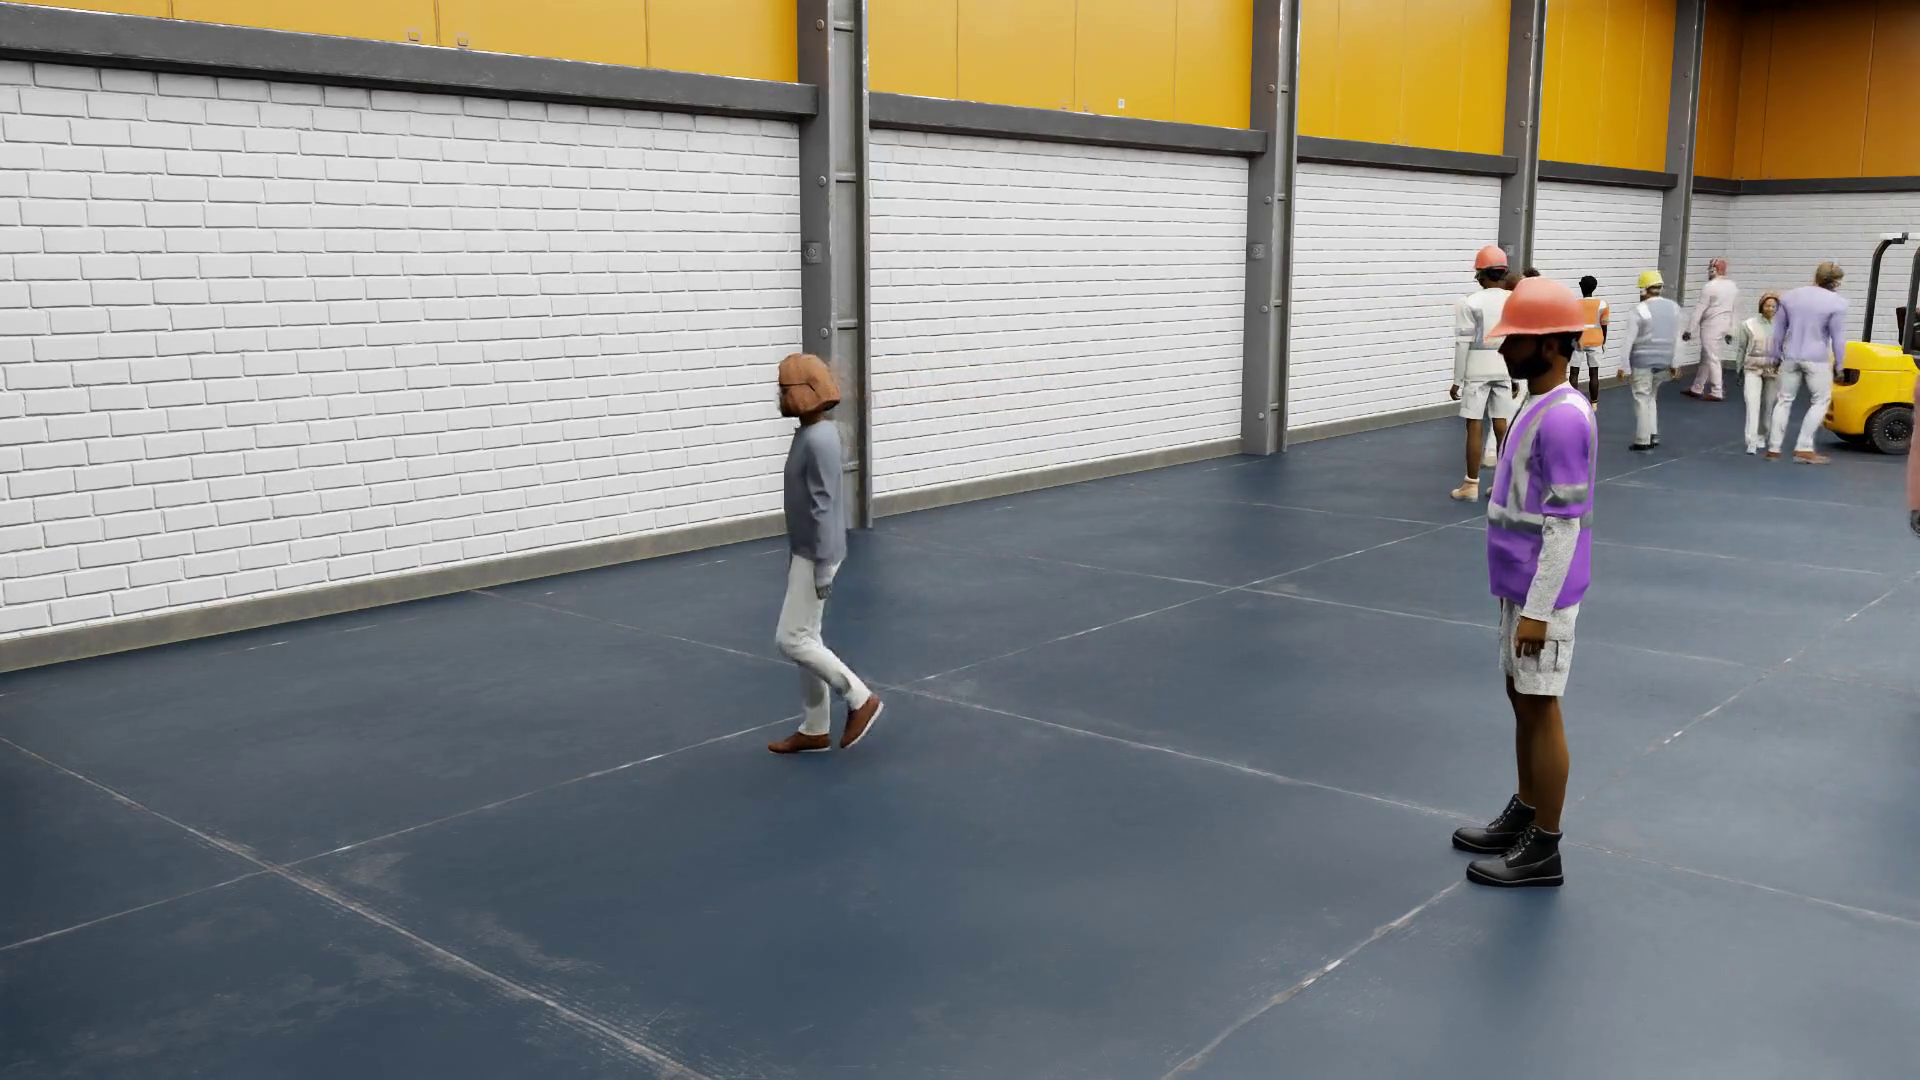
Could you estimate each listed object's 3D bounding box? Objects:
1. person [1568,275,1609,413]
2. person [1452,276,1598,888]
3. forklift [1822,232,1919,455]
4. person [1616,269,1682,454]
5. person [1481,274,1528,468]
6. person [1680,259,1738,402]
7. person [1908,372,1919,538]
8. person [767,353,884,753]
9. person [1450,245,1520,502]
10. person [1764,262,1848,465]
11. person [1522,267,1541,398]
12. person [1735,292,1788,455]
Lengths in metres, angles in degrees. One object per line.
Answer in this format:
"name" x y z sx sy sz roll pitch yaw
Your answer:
"person" 7.725 -2.414 20.547 0.532 1.694 0.320 3 10 15
"person" 1.812 0.139 5.303 0.355 1.938 0.544 2 10 9
"forklift" 9.955 -1.972 16.595 2.313 2.155 1.214 1 10 8
"person" 6.776 -1.757 16.431 0.614 1.814 0.477 -3 10 -16
"person" 5.163 -1.575 15.511 1.004 1.791 0.622 -7 12 -34
"person" 9.897 -2.789 22.155 0.653 1.880 0.799 -7 12 -36
"person" 4.504 -0.183 7.299 0.800 1.884 0.647 -8 13 -38
"person" -0.578 0.074 6.581 0.394 1.617 0.517 -2 10 -12
"person" 4.209 -1.321 13.308 0.608 2.048 0.365 -2 10 -11
"person" 7.959 -1.658 15.662 0.409 1.900 0.691 -6 12 -32
"person" 5.936 -1.944 17.511 0.536 1.821 0.951 5 11 26
"person" 8.037 -1.677 16.625 0.522 1.597 0.845 4 11 21
